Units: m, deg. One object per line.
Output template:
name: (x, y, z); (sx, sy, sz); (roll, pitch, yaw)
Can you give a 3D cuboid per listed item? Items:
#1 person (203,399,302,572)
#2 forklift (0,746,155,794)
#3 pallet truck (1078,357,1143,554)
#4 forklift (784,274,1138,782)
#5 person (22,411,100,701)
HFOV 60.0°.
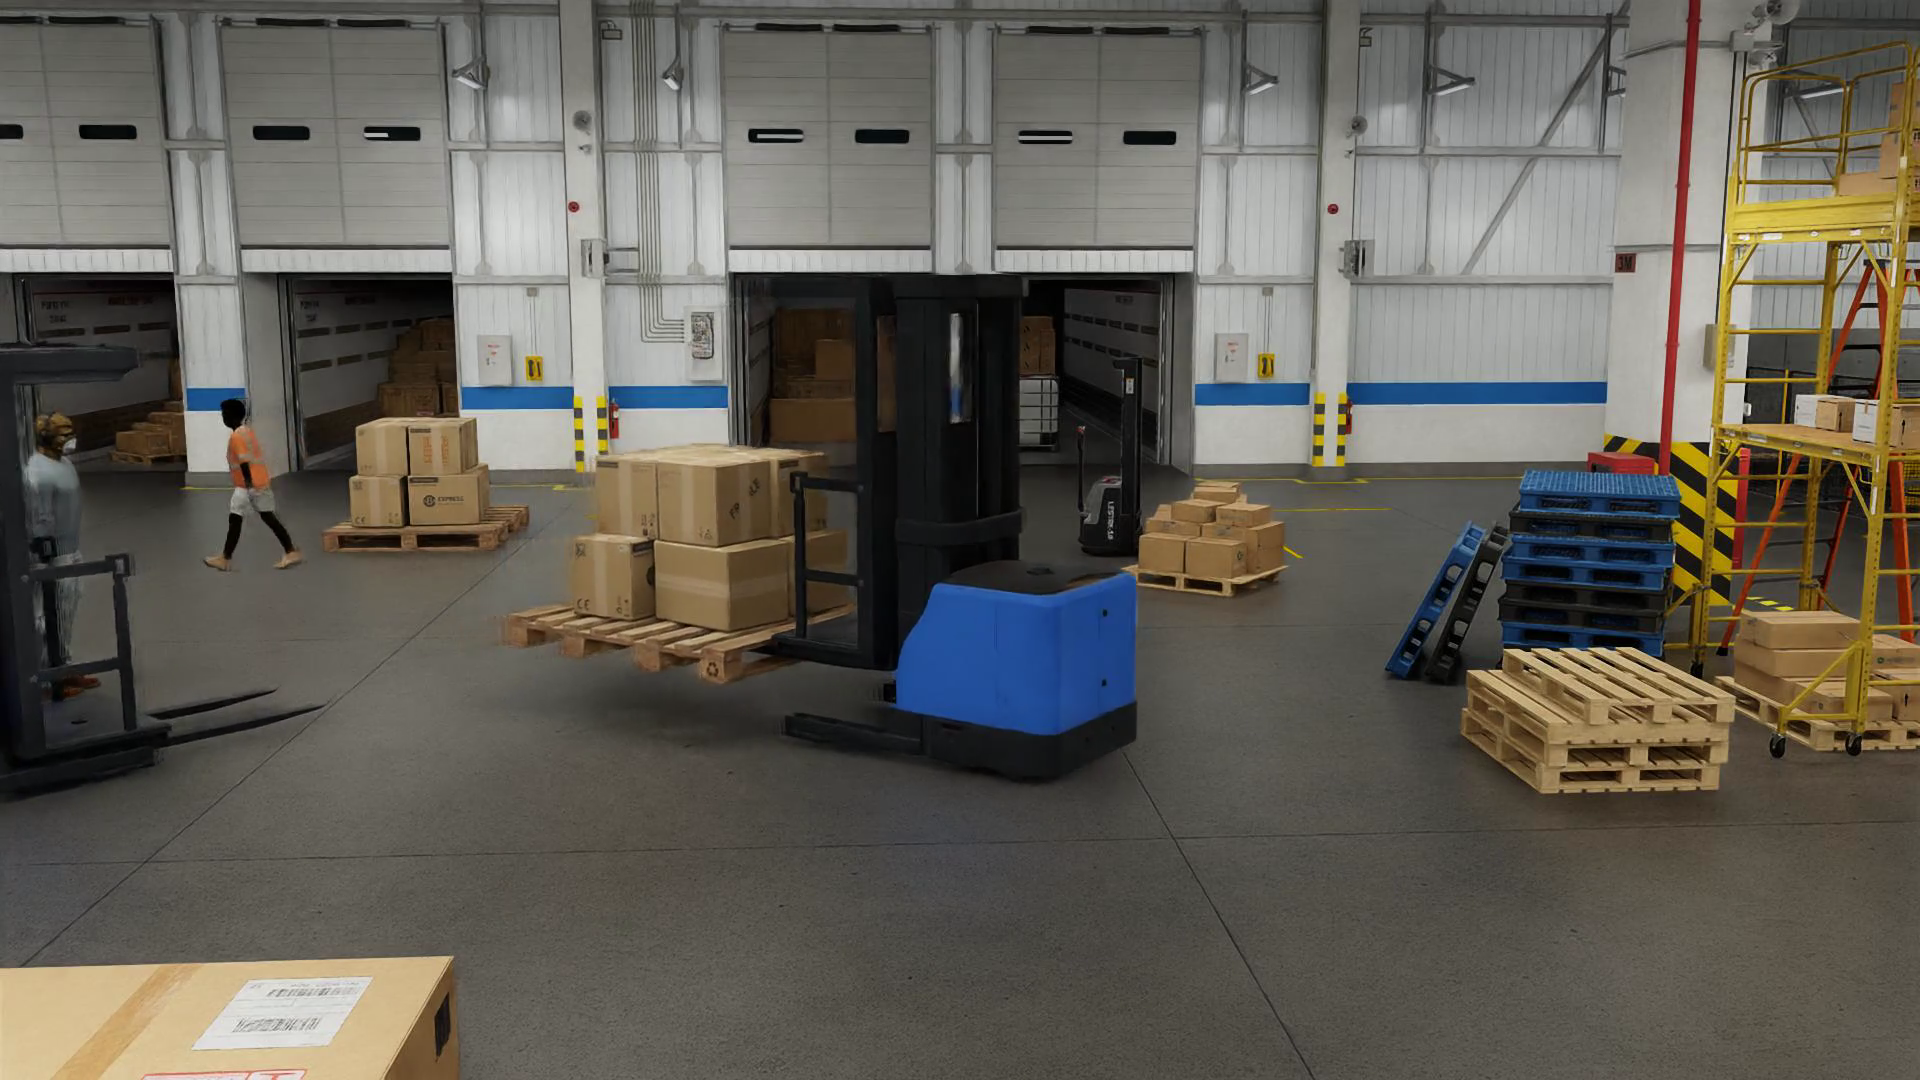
person: (-6.748, -0.511, 15.784); (0.895, 1.640, 0.562); (-1, 9, -6)
forklift: (-5.593, -0.019, 8.865); (1.129, 2.768, 1.873); (8, 12, 40)
pallet truck: (2.088, -0.836, 16.757); (1.885, 1.965, 0.823); (2, 9, 13)
forklift: (0.024, -0.165, 9.784); (1.873, 2.768, 1.129); (6, 11, 34)
person: (-6.015, 0.105, 11.081); (0.350, 1.929, 0.627); (-2, 9, -14)
